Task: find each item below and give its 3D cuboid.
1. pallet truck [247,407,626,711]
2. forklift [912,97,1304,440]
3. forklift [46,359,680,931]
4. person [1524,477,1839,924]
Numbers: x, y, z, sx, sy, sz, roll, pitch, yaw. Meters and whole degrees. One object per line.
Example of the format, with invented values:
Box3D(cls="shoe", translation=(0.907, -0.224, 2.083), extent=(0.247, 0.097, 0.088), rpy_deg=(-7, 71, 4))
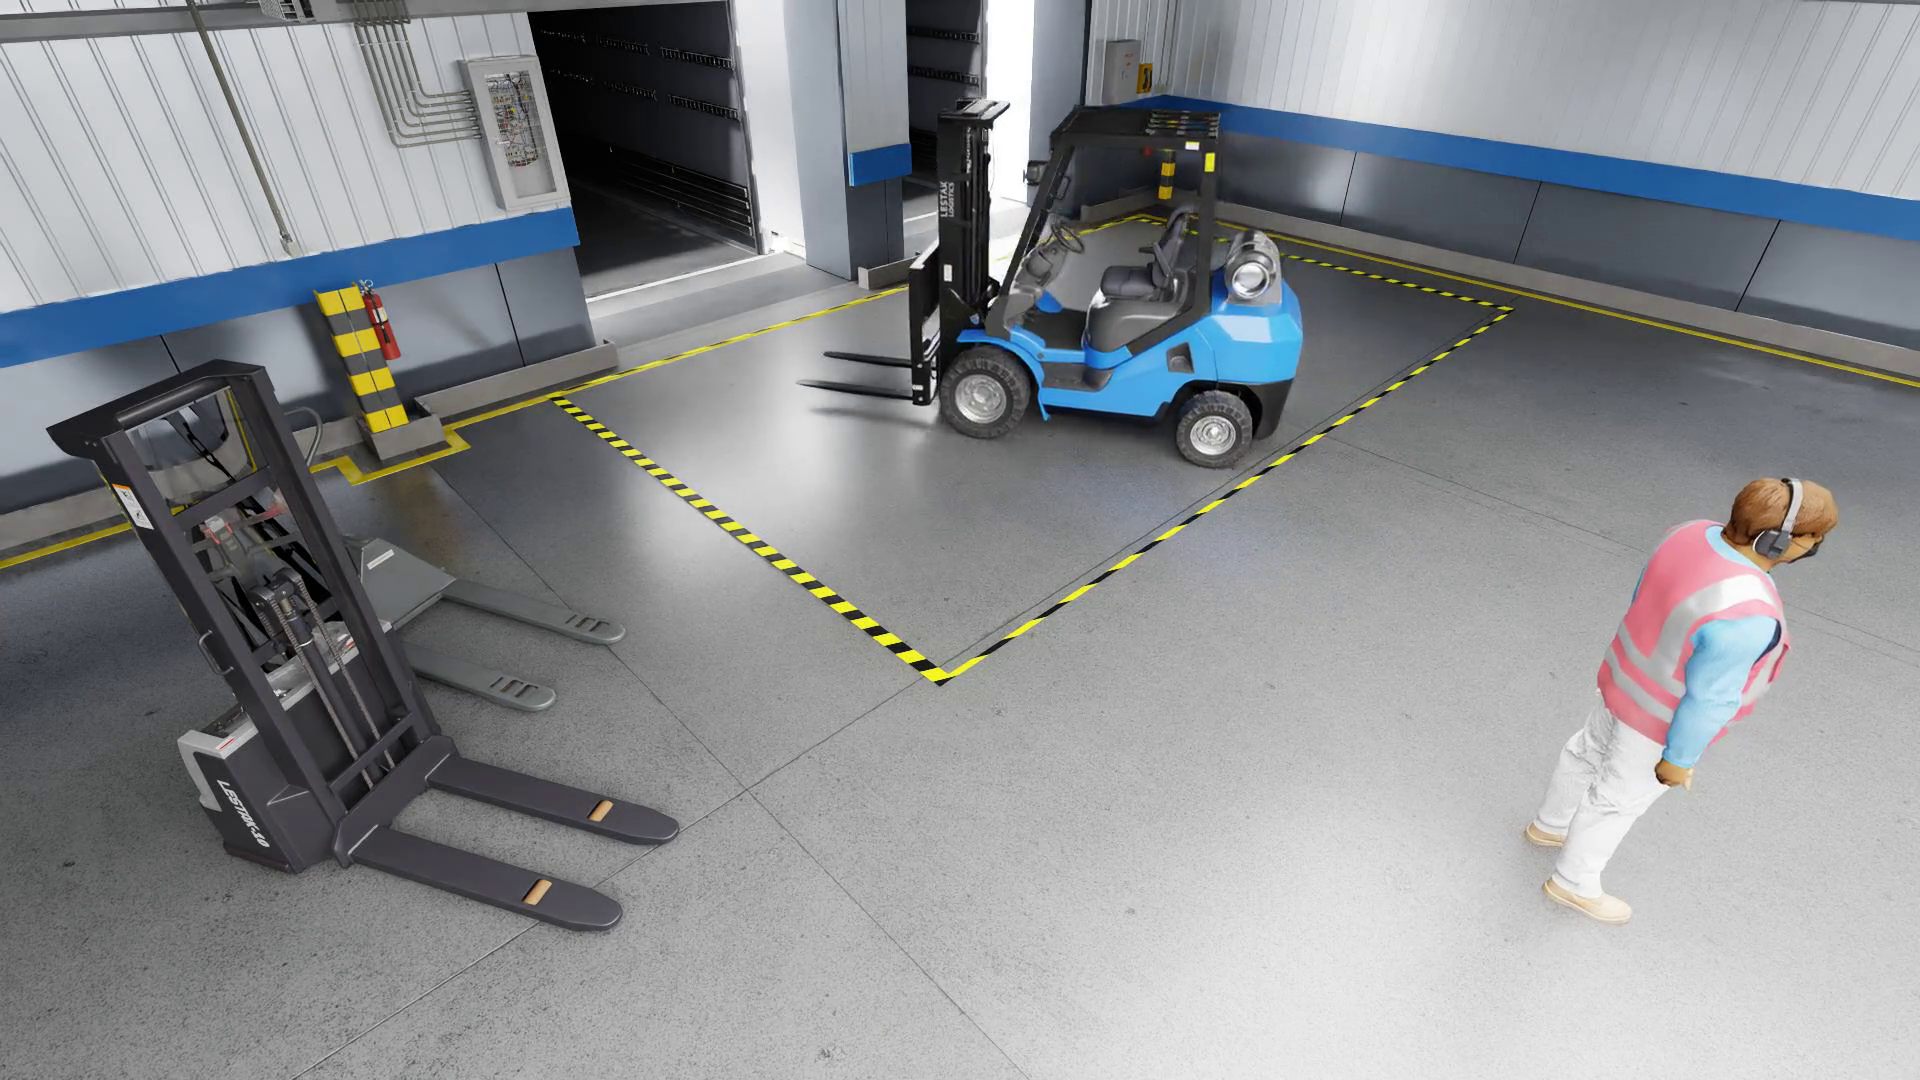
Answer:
Box3D(cls="pallet truck", translation=(-2.628, 0.038, 4.590), extent=(1.601, 1.201, 0.680), rpy_deg=(12, 36, 18))
Box3D(cls="forklift", translation=(1.078, -1.943, 6.515), extent=(2.680, 2.036, 1.157), rpy_deg=(8, 35, 12))
Box3D(cls="forklift", translation=(-2.135, 0.422, 3.354), extent=(1.885, 1.965, 0.823), rpy_deg=(10, 35, 14))
Box3D(cls="person", translation=(2.492, 0.586, 3.251), extent=(0.431, 1.842, 0.622), rpy_deg=(10, 36, 14))
